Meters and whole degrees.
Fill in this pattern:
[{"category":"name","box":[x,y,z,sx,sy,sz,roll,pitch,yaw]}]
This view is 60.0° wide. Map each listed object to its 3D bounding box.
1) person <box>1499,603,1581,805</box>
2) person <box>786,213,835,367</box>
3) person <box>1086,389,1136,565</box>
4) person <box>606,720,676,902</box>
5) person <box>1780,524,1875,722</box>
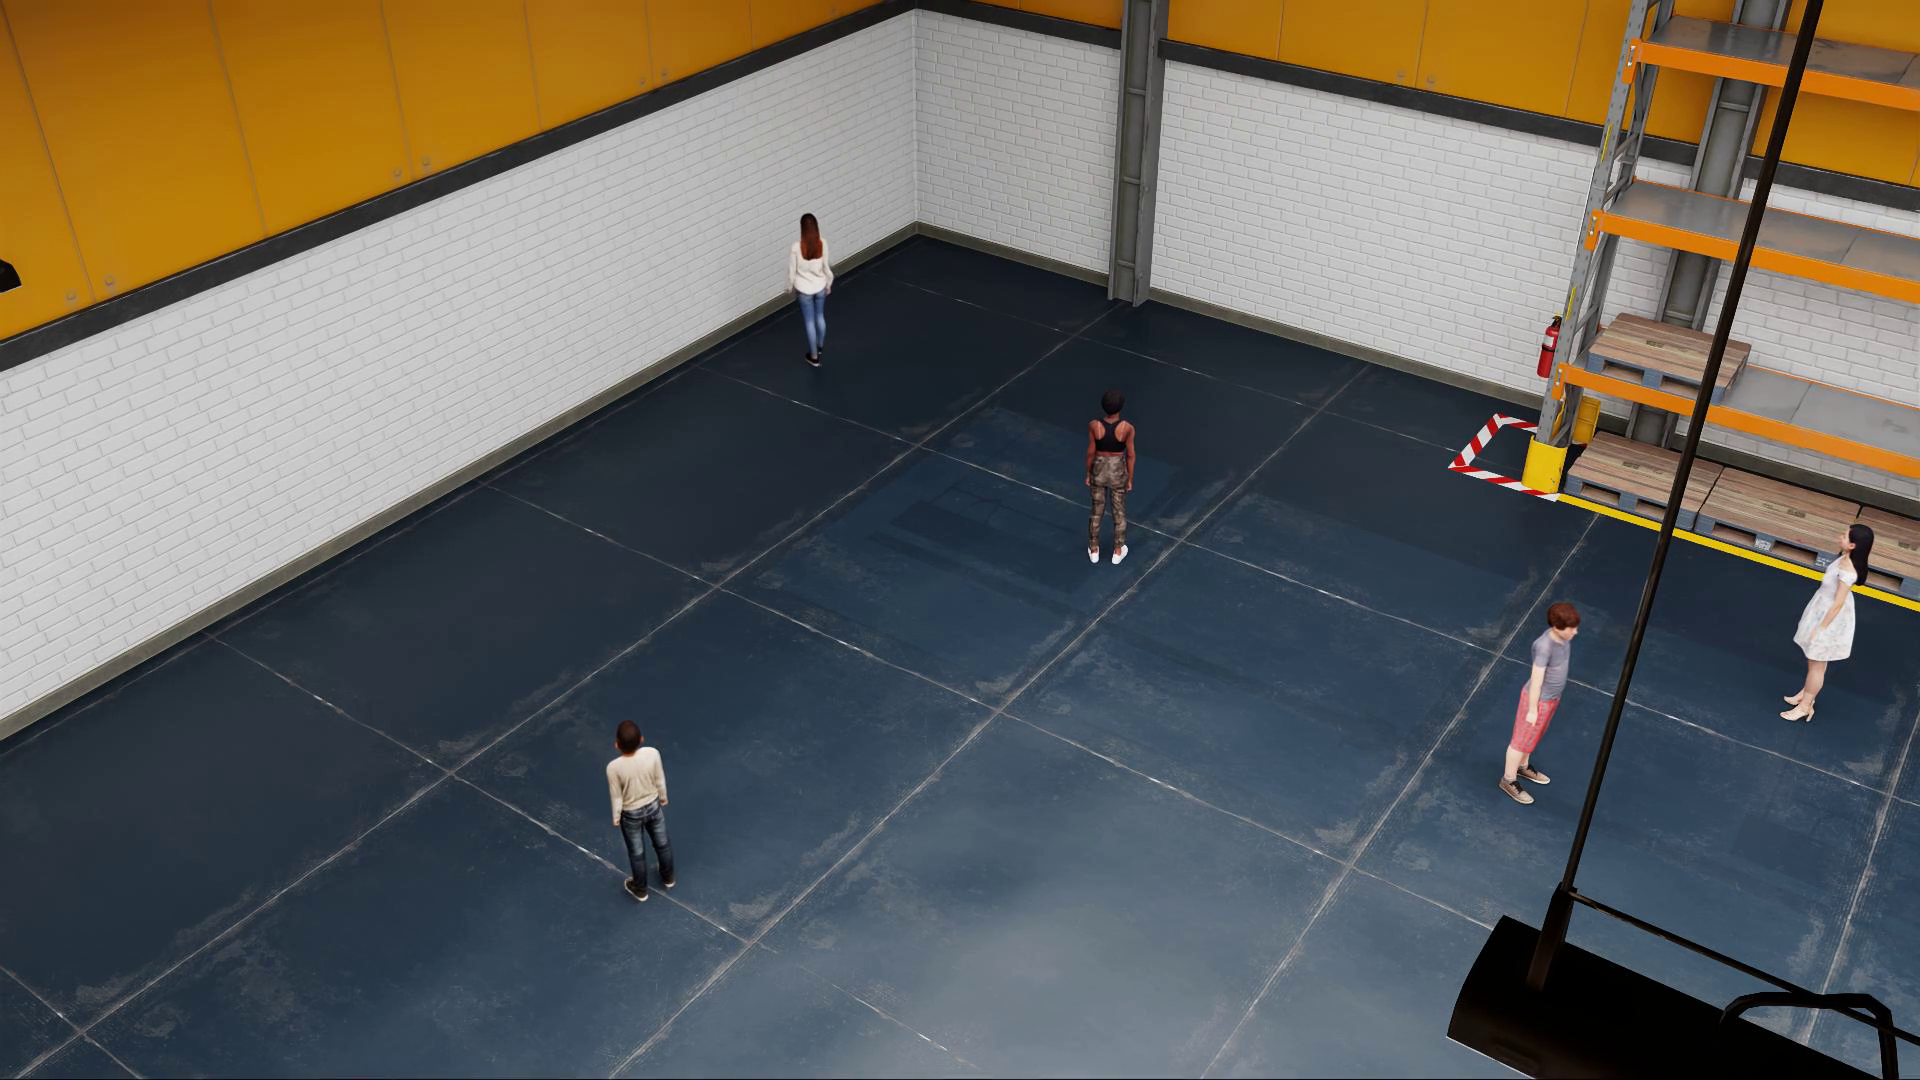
[{"category":"person","box":[4.209,1.138,12.074,0.550,1.651,0.596,26,41,33]},{"category":"person","box":[-1.583,-2.669,17.765,0.805,1.693,0.881,-14,36,-21]},{"category":"person","box":[1.304,-0.562,14.590,0.585,1.699,0.708,6,34,9]},{"category":"person","box":[-2.159,1.816,11.225,0.618,1.463,0.608,-20,39,-28]},{"category":"person","box":[6.640,0.630,12.727,0.631,1.775,0.646,19,38,26]}]
